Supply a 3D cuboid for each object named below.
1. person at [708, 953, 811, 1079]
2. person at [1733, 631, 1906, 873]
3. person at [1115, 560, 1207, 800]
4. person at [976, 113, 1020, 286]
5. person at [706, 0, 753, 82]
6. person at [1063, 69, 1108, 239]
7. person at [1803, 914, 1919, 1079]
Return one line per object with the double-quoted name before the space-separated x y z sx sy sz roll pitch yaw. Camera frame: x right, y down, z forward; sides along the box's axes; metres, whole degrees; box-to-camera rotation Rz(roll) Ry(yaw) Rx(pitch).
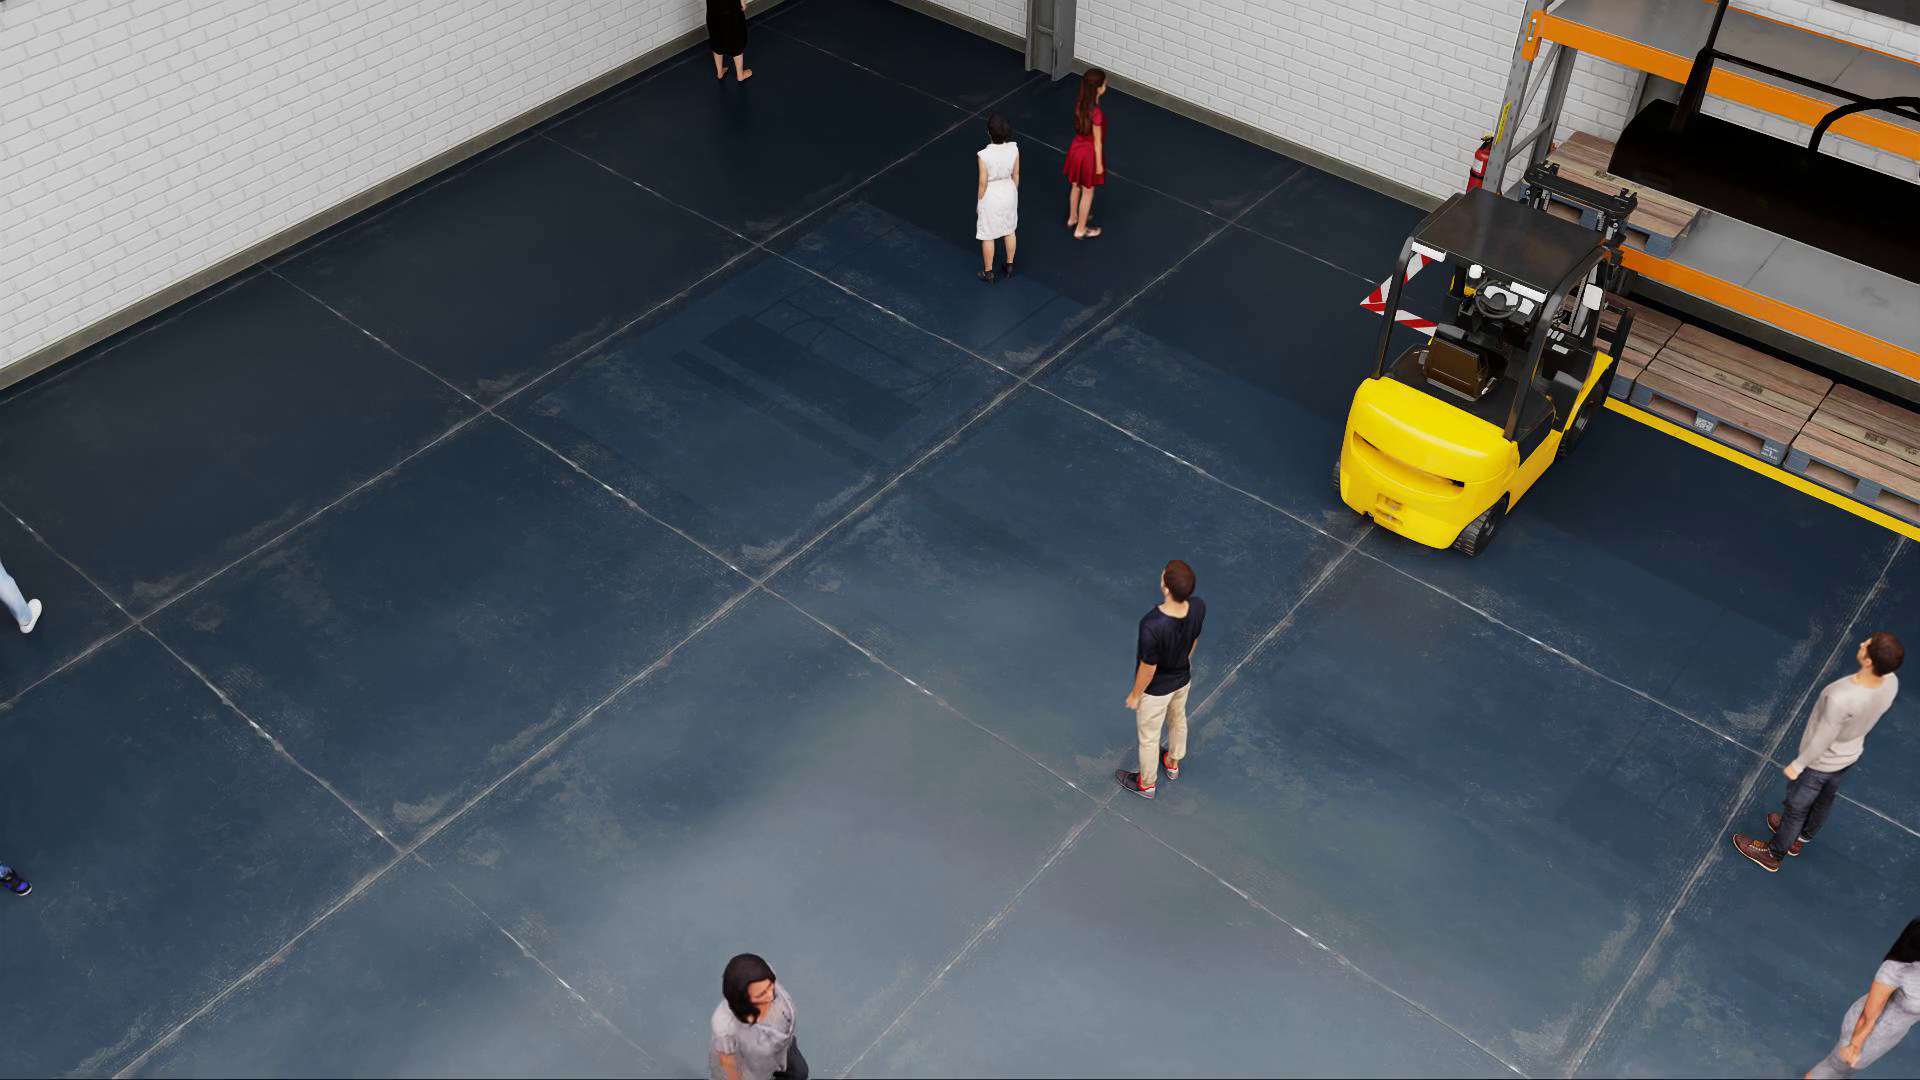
"person" -1.074 2.478 8.223 0.706 1.591 0.692 20 47 20
"person" 4.883 1.204 9.362 0.736 1.866 0.691 -21 48 -21
"person" 1.203 0.820 9.770 0.678 1.859 0.575 -30 51 -28
"person" 0.312 -2.834 13.826 0.631 1.556 0.629 -20 47 -20
"person" -2.337 -5.316 16.381 0.620 1.624 0.722 12 45 12
"person" 1.099 -3.333 14.353 0.714 1.550 0.655 -17 46 -17
"person" 4.482 2.394 8.174 0.648 1.781 0.630 -21 48 -21
